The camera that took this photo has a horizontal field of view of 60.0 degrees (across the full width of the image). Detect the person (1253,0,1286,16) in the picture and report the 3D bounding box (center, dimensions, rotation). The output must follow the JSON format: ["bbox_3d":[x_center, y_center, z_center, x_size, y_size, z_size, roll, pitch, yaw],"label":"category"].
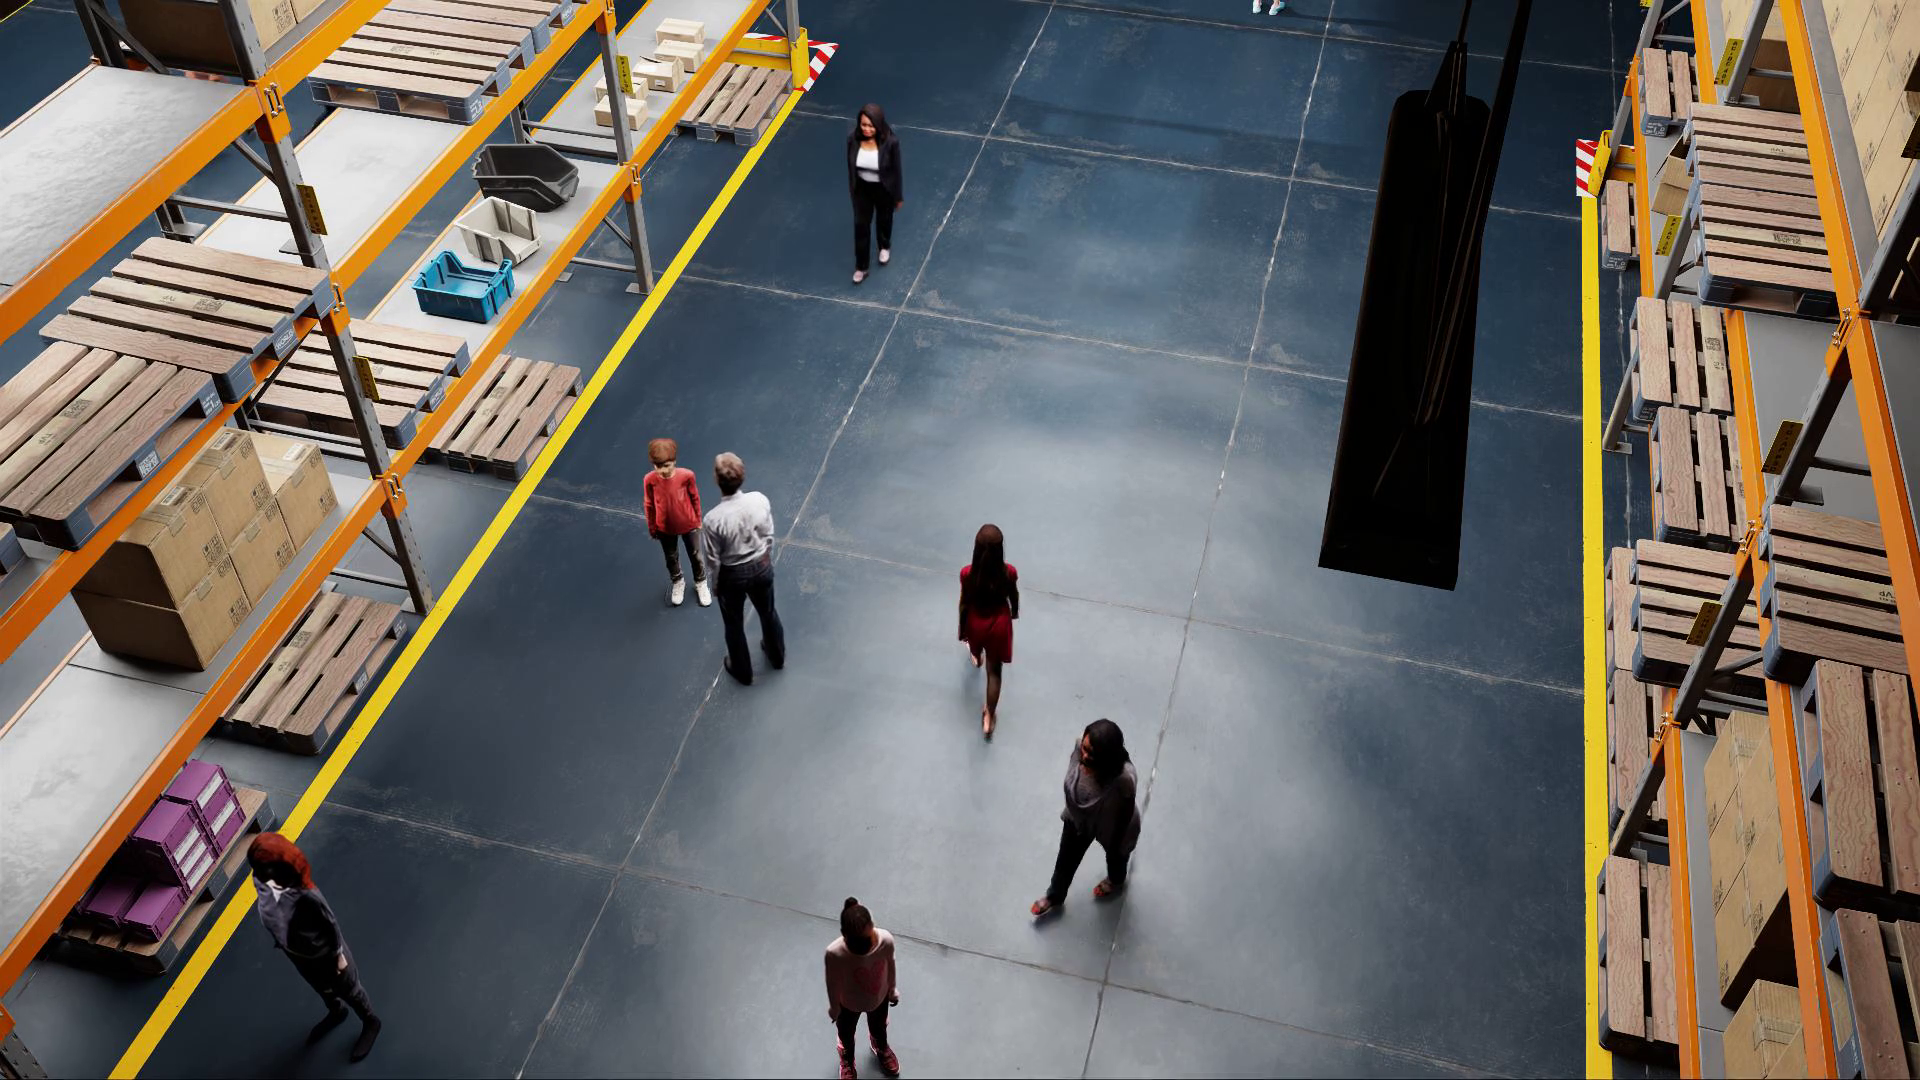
[{"bbox_3d":[3.386,-6.513,17.808,0.601,1.765,0.603,15,46,15],"label":"person"}]

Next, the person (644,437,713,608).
[{"bbox_3d":[-1.940,-0.153,11.386,0.591,1.416,0.596,-4,44,-4],"label":"person"}]

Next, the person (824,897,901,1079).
[{"bbox_3d":[-0.521,2.358,8.730,0.621,1.443,0.659,-15,46,-16],"label":"person"}]

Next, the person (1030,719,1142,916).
[{"bbox_3d":[0.864,1.515,9.513,1.009,1.583,0.891,-34,53,-30],"label":"person"}]

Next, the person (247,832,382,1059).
[{"bbox_3d":[-3.411,2.116,8.741,0.614,1.779,0.531,16,46,16],"label":"person"}]

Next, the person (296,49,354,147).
[{"bbox_3d":[-5.927,-4.266,15.553,1.016,1.622,1.031,-15,46,-15],"label":"person"}]

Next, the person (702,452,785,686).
[{"bbox_3d":[-1.395,0.194,10.734,0.729,1.814,0.800,-26,49,-25],"label":"person"}]

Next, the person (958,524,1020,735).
[{"bbox_3d":[0.182,0.580,10.550,0.785,1.508,1.131,-2,44,-2],"label":"person"}]

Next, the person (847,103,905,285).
[{"bbox_3d":[-0.711,-3.069,14.322,0.742,1.589,0.952,3,44,3],"label":"person"}]
